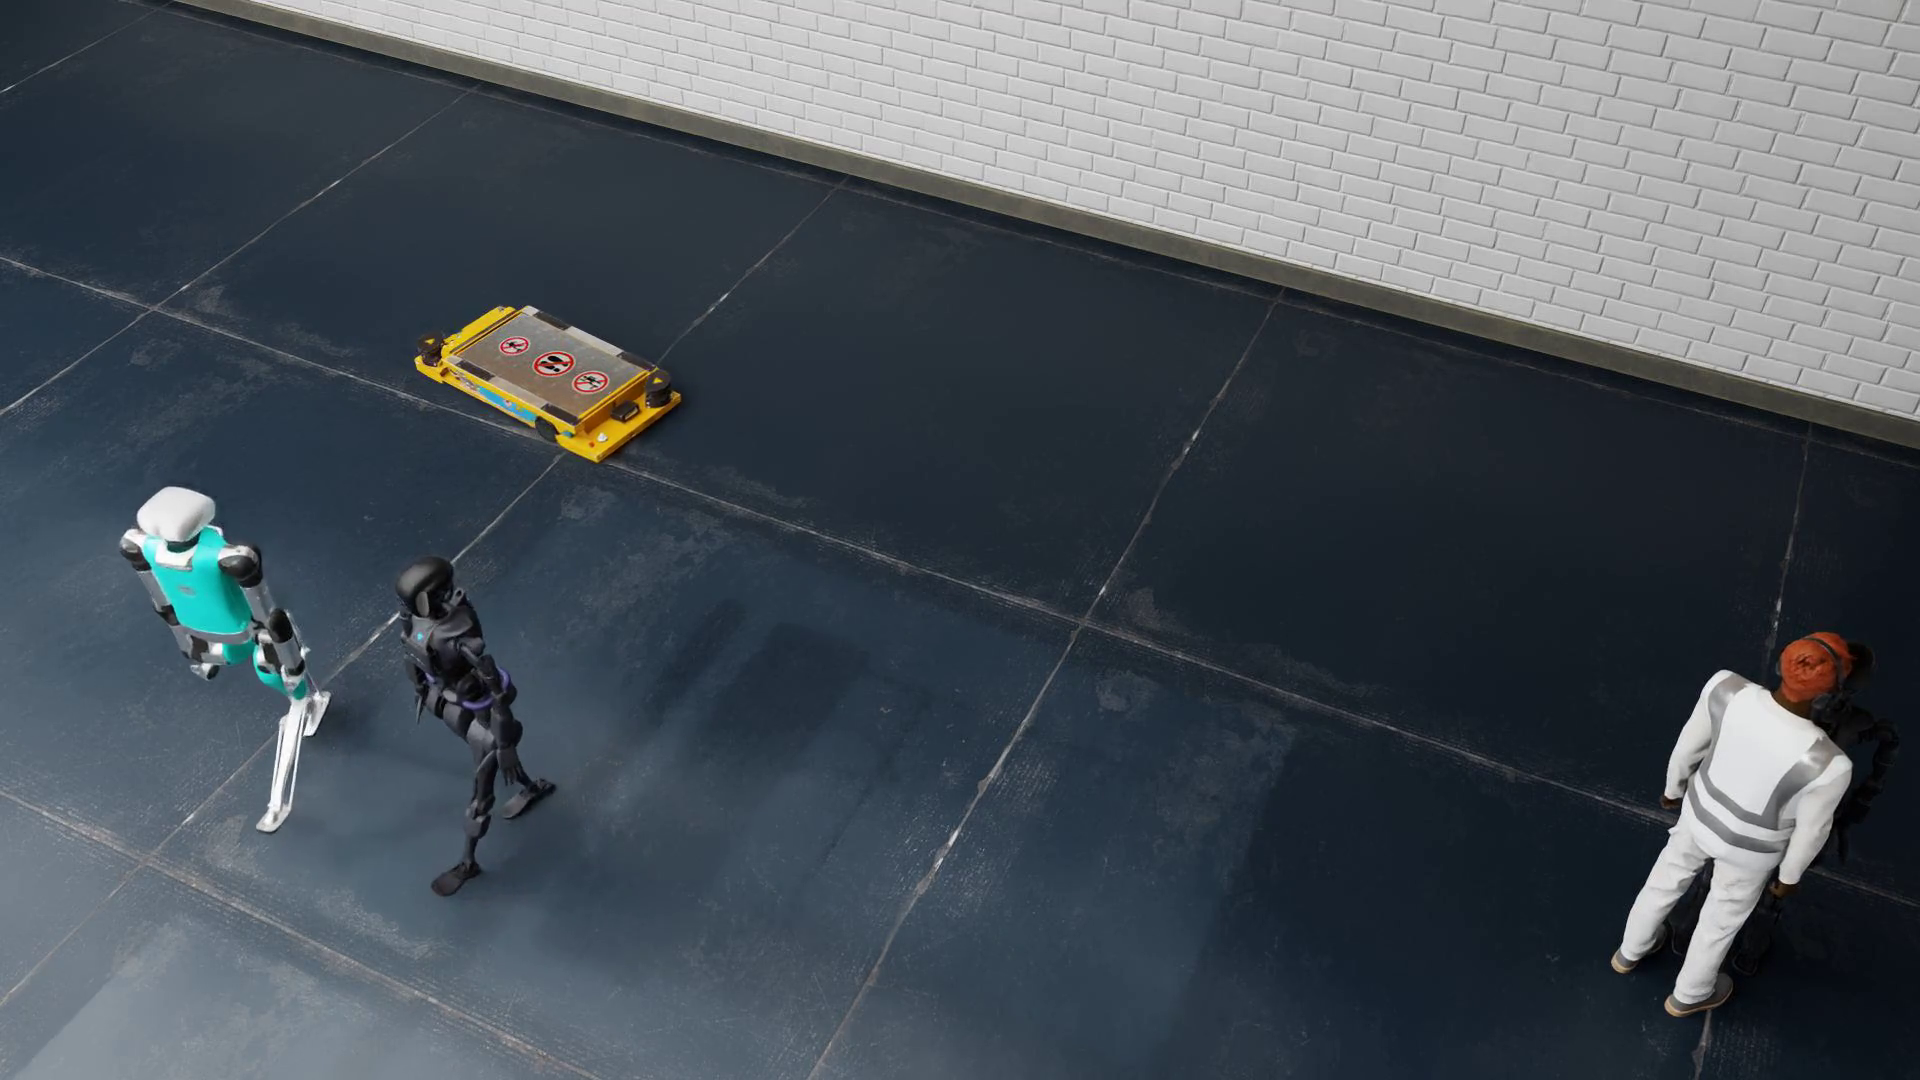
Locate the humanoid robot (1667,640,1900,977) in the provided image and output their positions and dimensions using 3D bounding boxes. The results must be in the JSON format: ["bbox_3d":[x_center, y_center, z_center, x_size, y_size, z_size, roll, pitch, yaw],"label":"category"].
[{"bbox_3d":[3.011,0.989,6.142,0.599,1.657,0.315,18,46,19],"label":"humanoid robot"}]

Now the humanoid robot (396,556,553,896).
[{"bbox_3d":[-1.977,0.684,6.498,0.610,1.628,0.720,26,49,25],"label":"humanoid robot"}]

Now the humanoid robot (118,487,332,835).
[{"bbox_3d":[-2.859,0.345,6.816,0.544,1.728,1.051,7,43,7],"label":"humanoid robot"}]

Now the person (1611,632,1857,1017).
[{"bbox_3d":[2.770,1.031,5.957,0.359,1.882,0.572,-24,48,-23],"label":"person"}]

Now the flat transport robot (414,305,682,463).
[{"bbox_3d":[-2.304,-0.916,9.244,1.431,0.231,0.659,26,49,25],"label":"flat transport robot"}]
